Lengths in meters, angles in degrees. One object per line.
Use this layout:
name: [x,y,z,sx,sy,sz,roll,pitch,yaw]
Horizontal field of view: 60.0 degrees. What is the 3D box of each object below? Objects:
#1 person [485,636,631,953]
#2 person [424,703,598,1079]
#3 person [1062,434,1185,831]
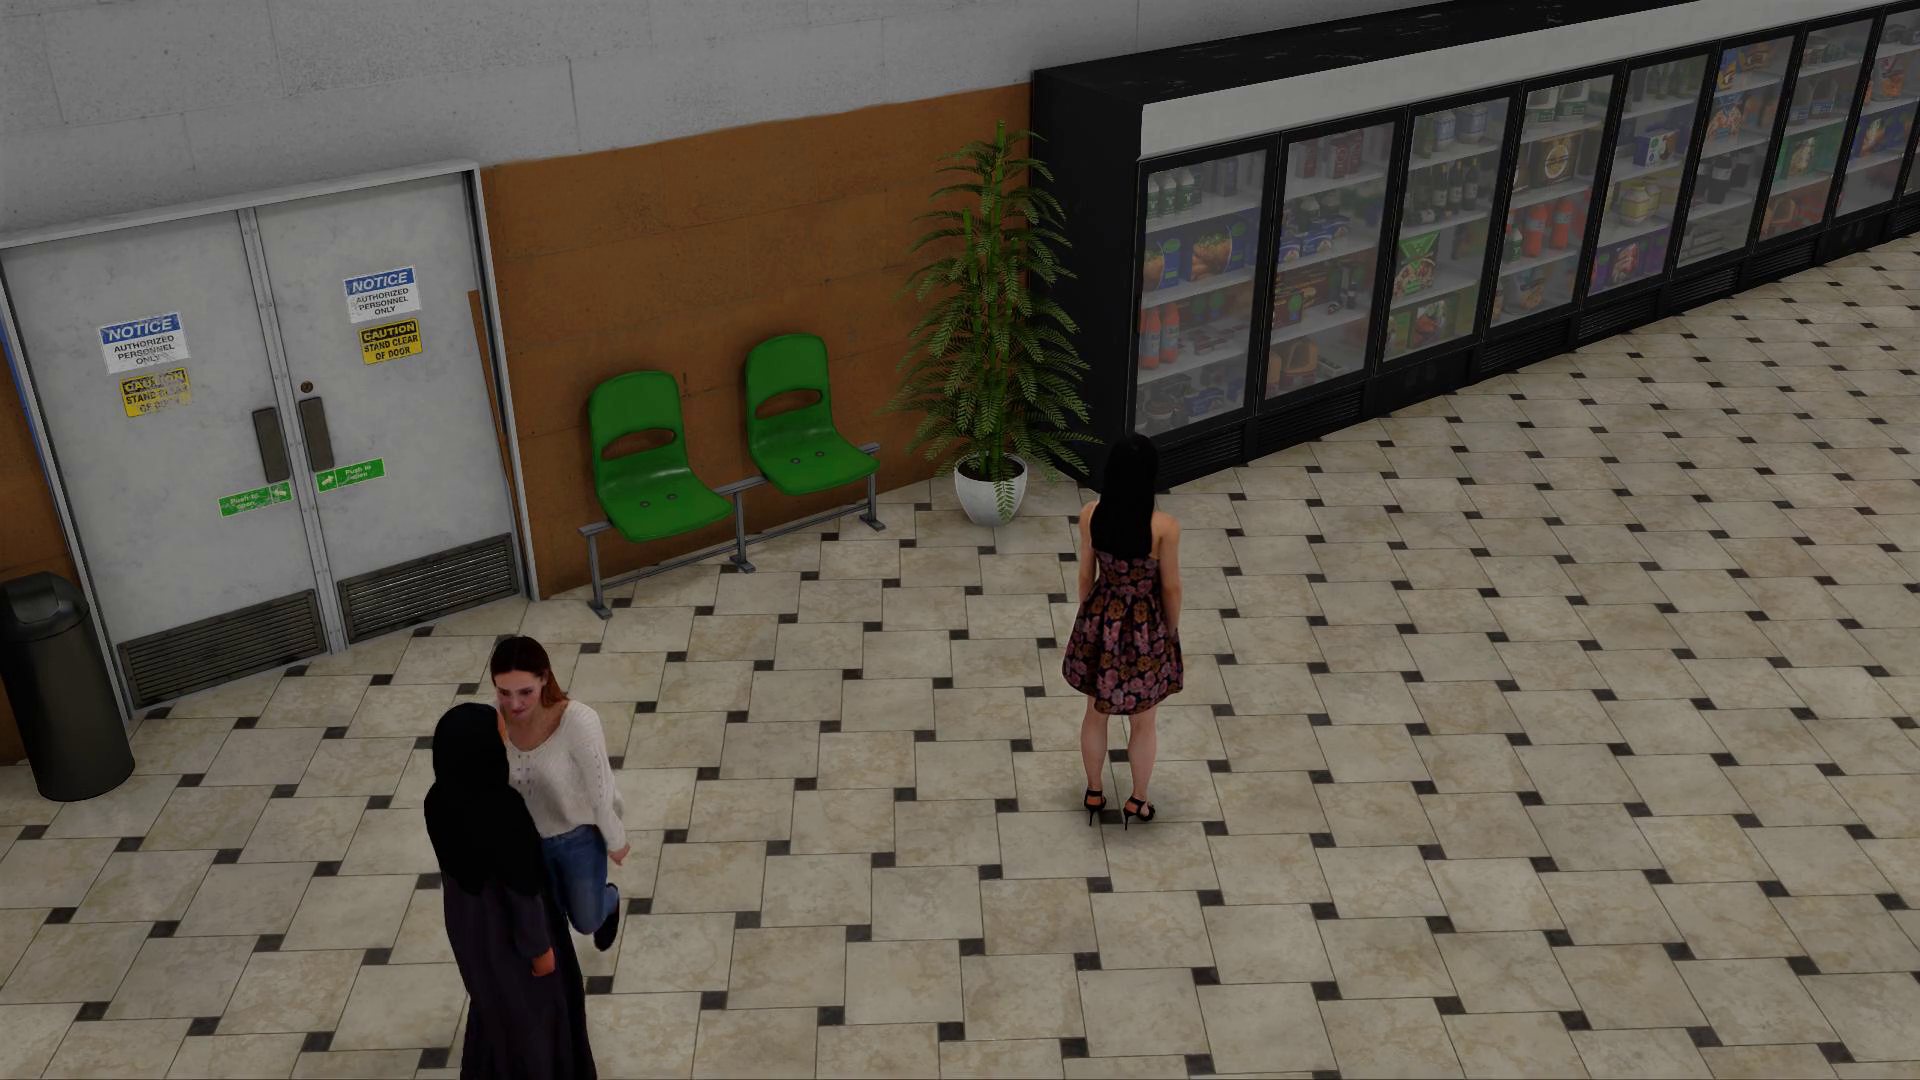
person: [-1.374,0.969,5.669,0.910,1.665,1.002,2,29,3]
person: [-1.471,1.204,5.281,0.673,1.627,0.733,21,35,33]
person: [0.659,0.388,6.621,0.784,1.775,0.860,10,30,18]
